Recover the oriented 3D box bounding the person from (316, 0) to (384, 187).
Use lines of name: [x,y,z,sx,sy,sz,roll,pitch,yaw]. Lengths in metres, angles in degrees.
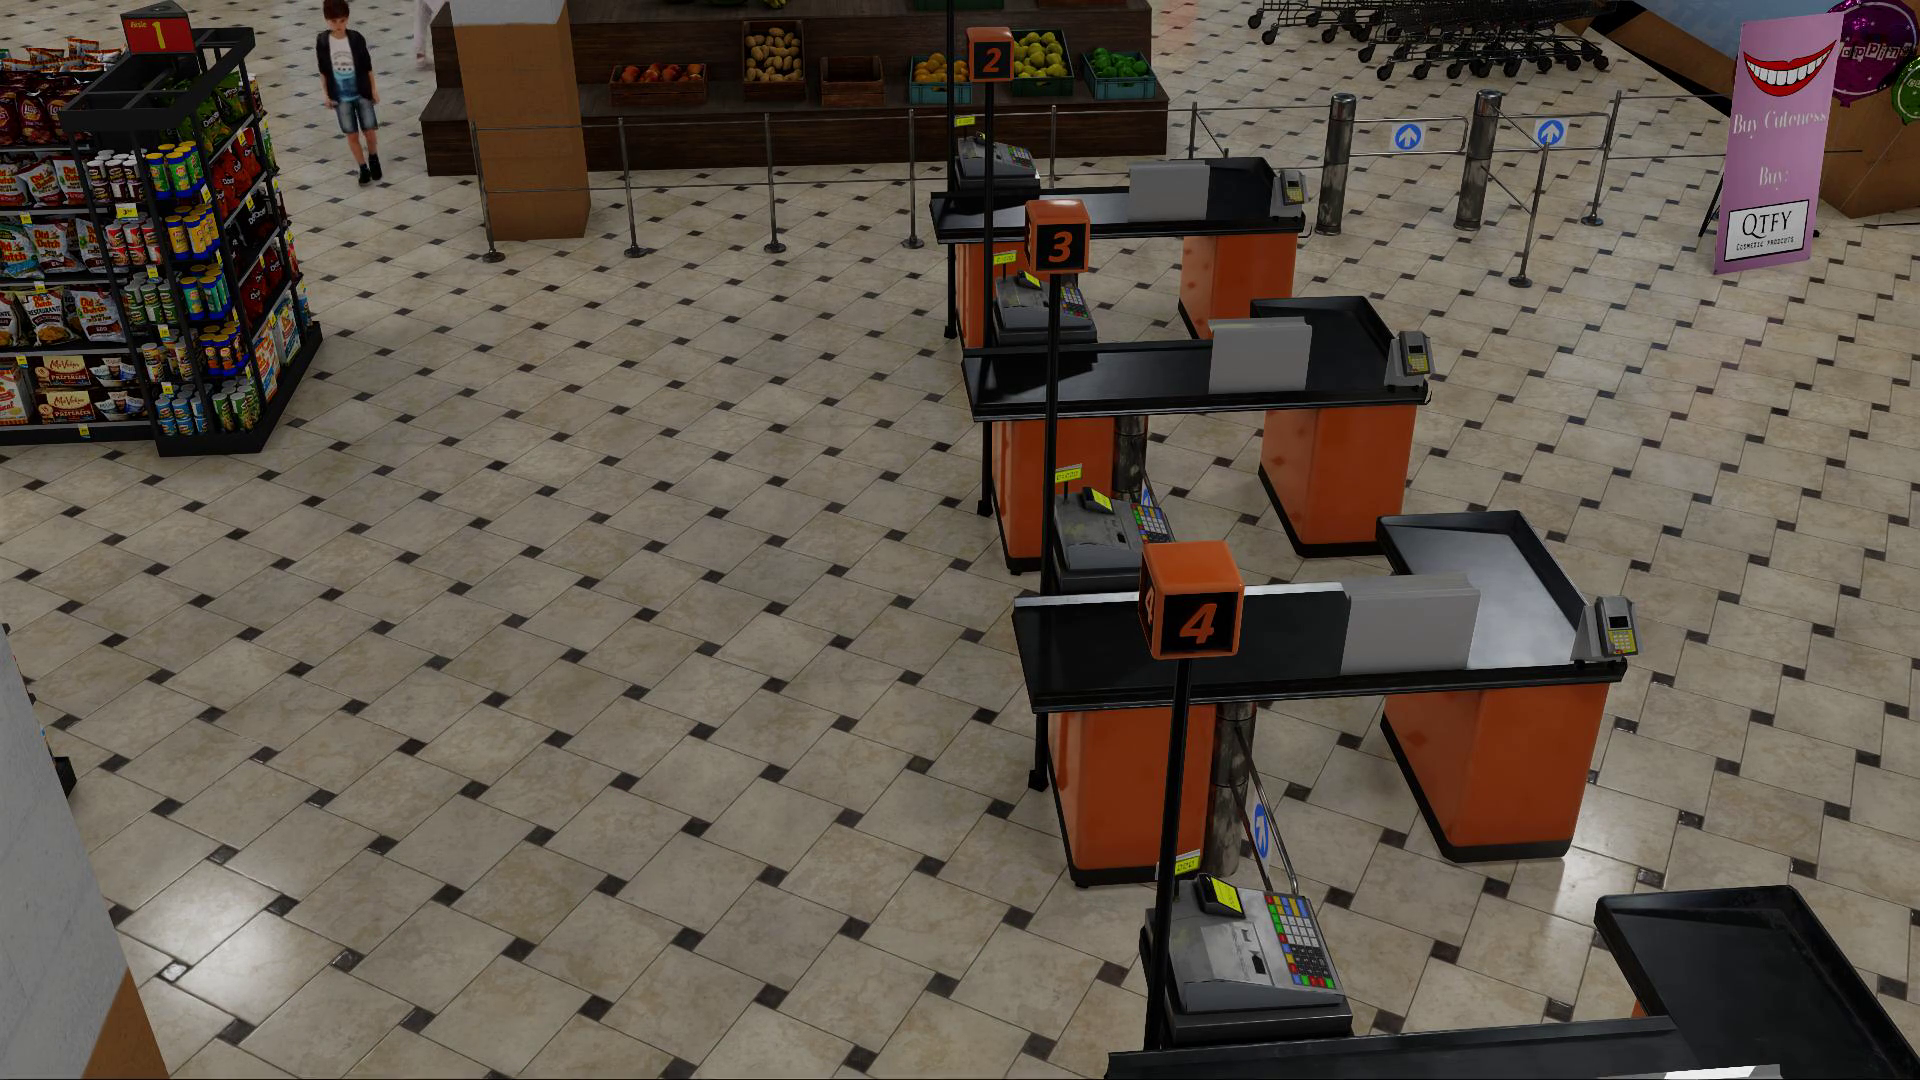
person: [-4.710,-3.489,12.903,0.501,1.441,0.625,-5,32,-9]
